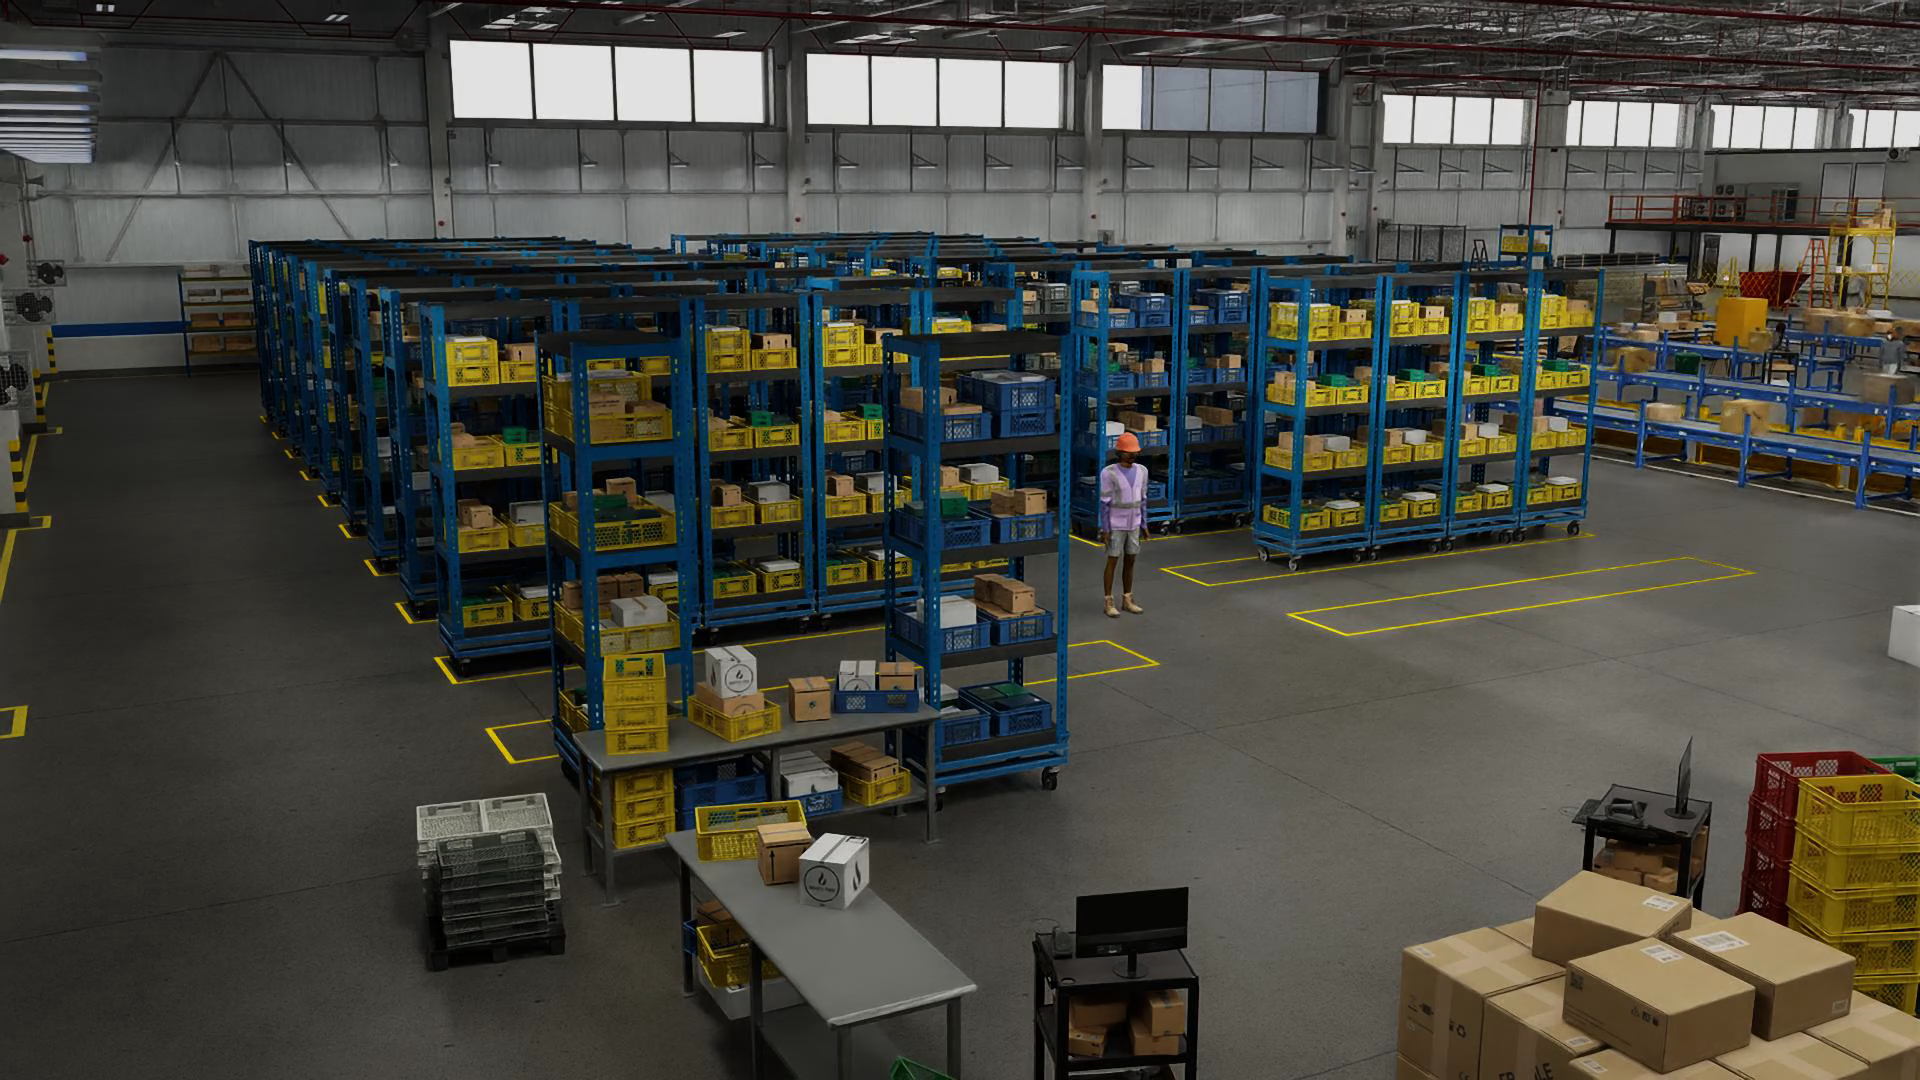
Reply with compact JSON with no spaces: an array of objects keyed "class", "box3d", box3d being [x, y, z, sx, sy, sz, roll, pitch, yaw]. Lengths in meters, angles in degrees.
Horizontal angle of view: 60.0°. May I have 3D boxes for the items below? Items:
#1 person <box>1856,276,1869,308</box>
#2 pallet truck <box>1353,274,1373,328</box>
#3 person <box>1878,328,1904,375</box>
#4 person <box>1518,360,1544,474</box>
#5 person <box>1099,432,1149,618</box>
[{"class":"person","box3d":[32.909,-9.040,60.525,0.489,1.725,0.594,-8,14,-32]},{"class":"pallet truck","box3d":[13.011,-8.050,55.243,0.823,1.965,1.885,-7,14,-28]},{"class":"person","box3d":[20.561,-3.882,36.702,0.822,1.597,0.499,-8,14,-32]},{"class":"person","box3d":[9.416,-2.016,27.334,0.510,1.871,0.710,9,15,38]},{"class":"person","box3d":[1.817,-0.169,18.272,0.605,2.045,0.377,-7,14,-28]}]
